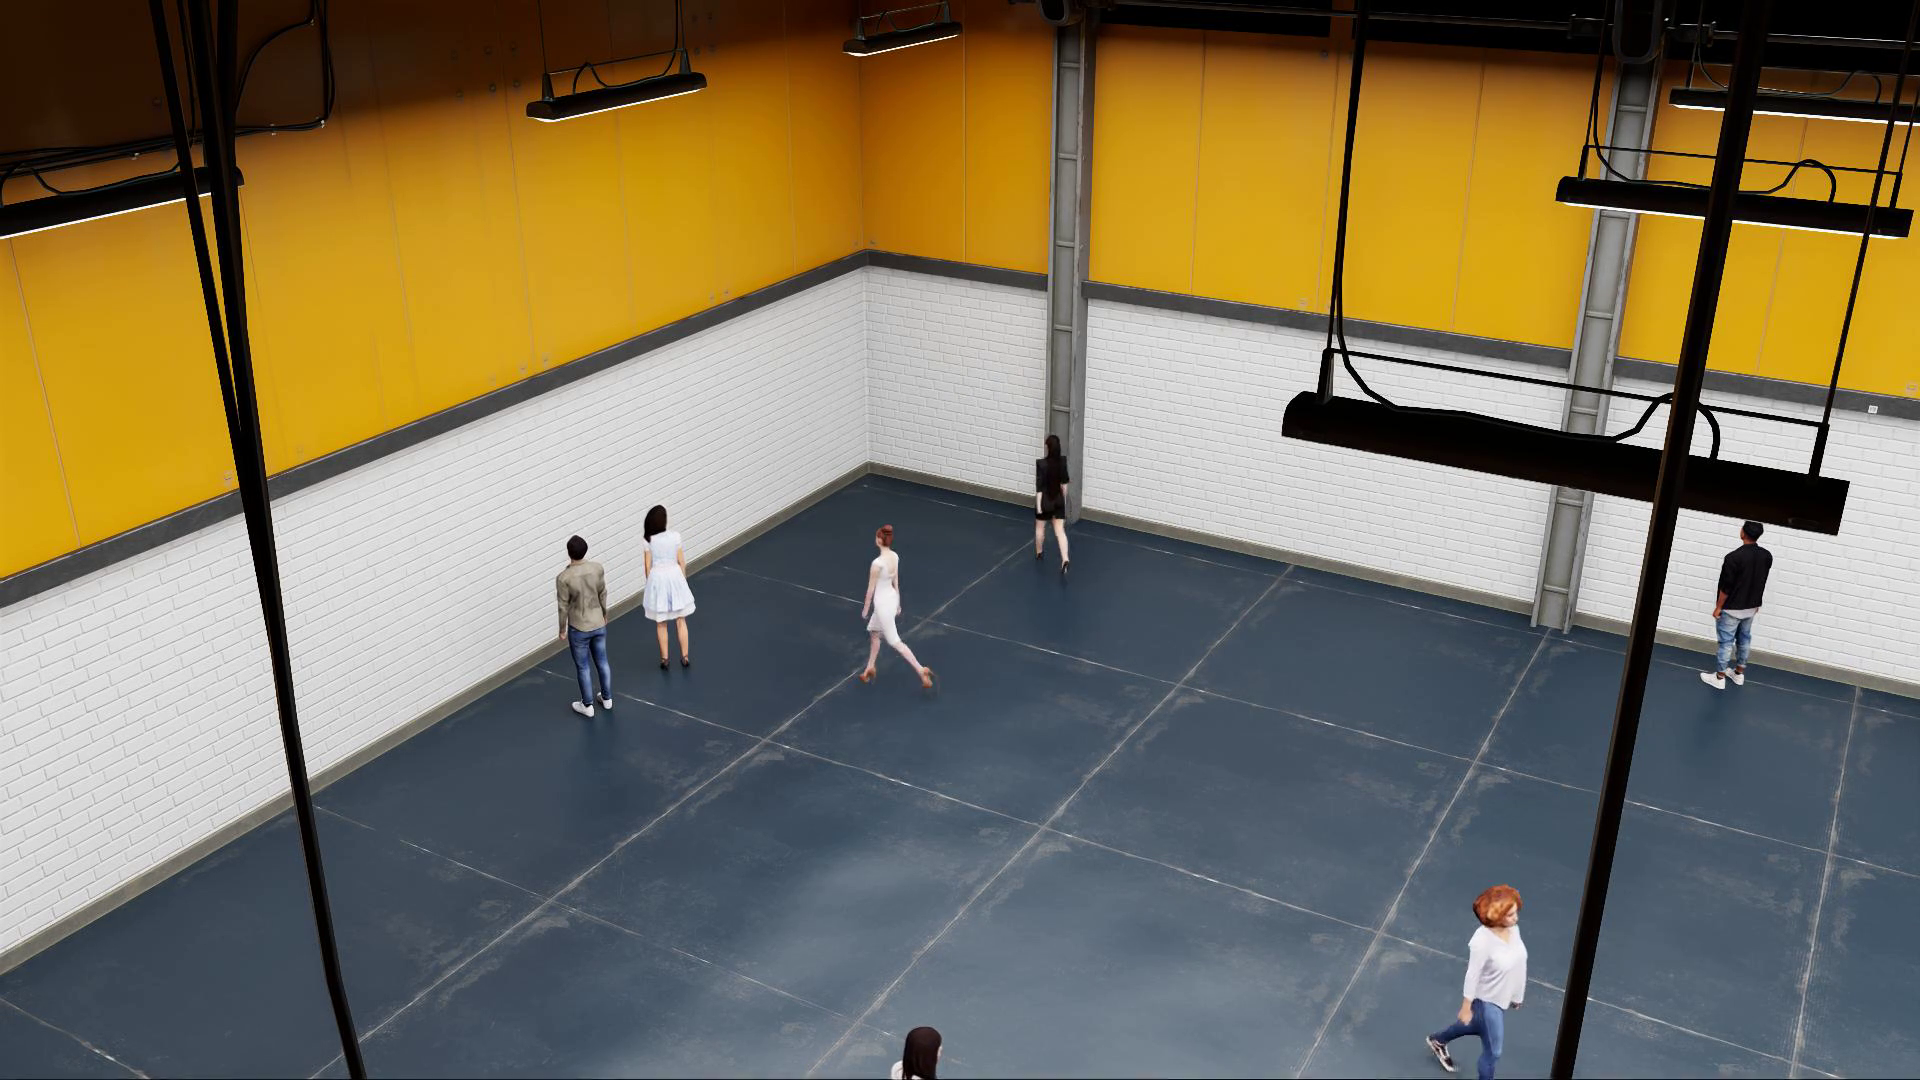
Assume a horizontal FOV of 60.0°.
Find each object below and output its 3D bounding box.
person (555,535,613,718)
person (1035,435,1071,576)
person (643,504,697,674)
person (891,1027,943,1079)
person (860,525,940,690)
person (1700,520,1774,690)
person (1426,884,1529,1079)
[{"bbox_3d":[-3.616,0.829,16.097,0.776,1.864,0.724,-19,30,-36],"label":"person"},{"bbox_3d":[1.092,-0.370,19.090,0.982,1.663,1.108,-9,25,-21],"label":"person"},{"bbox_3d":[-2.983,0.497,16.919,0.850,1.814,0.916,-4,24,-10],"label":"person"},{"bbox_3d":[-0.236,3.622,9.993,0.738,1.636,0.589,-20,31,-39],"label":"person"},{"bbox_3d":[-0.651,0.729,16.461,1.108,1.755,0.605,11,26,23],"label":"person"},{"bbox_3d":[7.799,0.623,16.631,0.777,1.813,0.839,-6,24,-13],"label":"person"},{"bbox_3d":[3.517,3.027,11.277,0.855,1.697,1.105,-19,30,-37],"label":"person"}]
